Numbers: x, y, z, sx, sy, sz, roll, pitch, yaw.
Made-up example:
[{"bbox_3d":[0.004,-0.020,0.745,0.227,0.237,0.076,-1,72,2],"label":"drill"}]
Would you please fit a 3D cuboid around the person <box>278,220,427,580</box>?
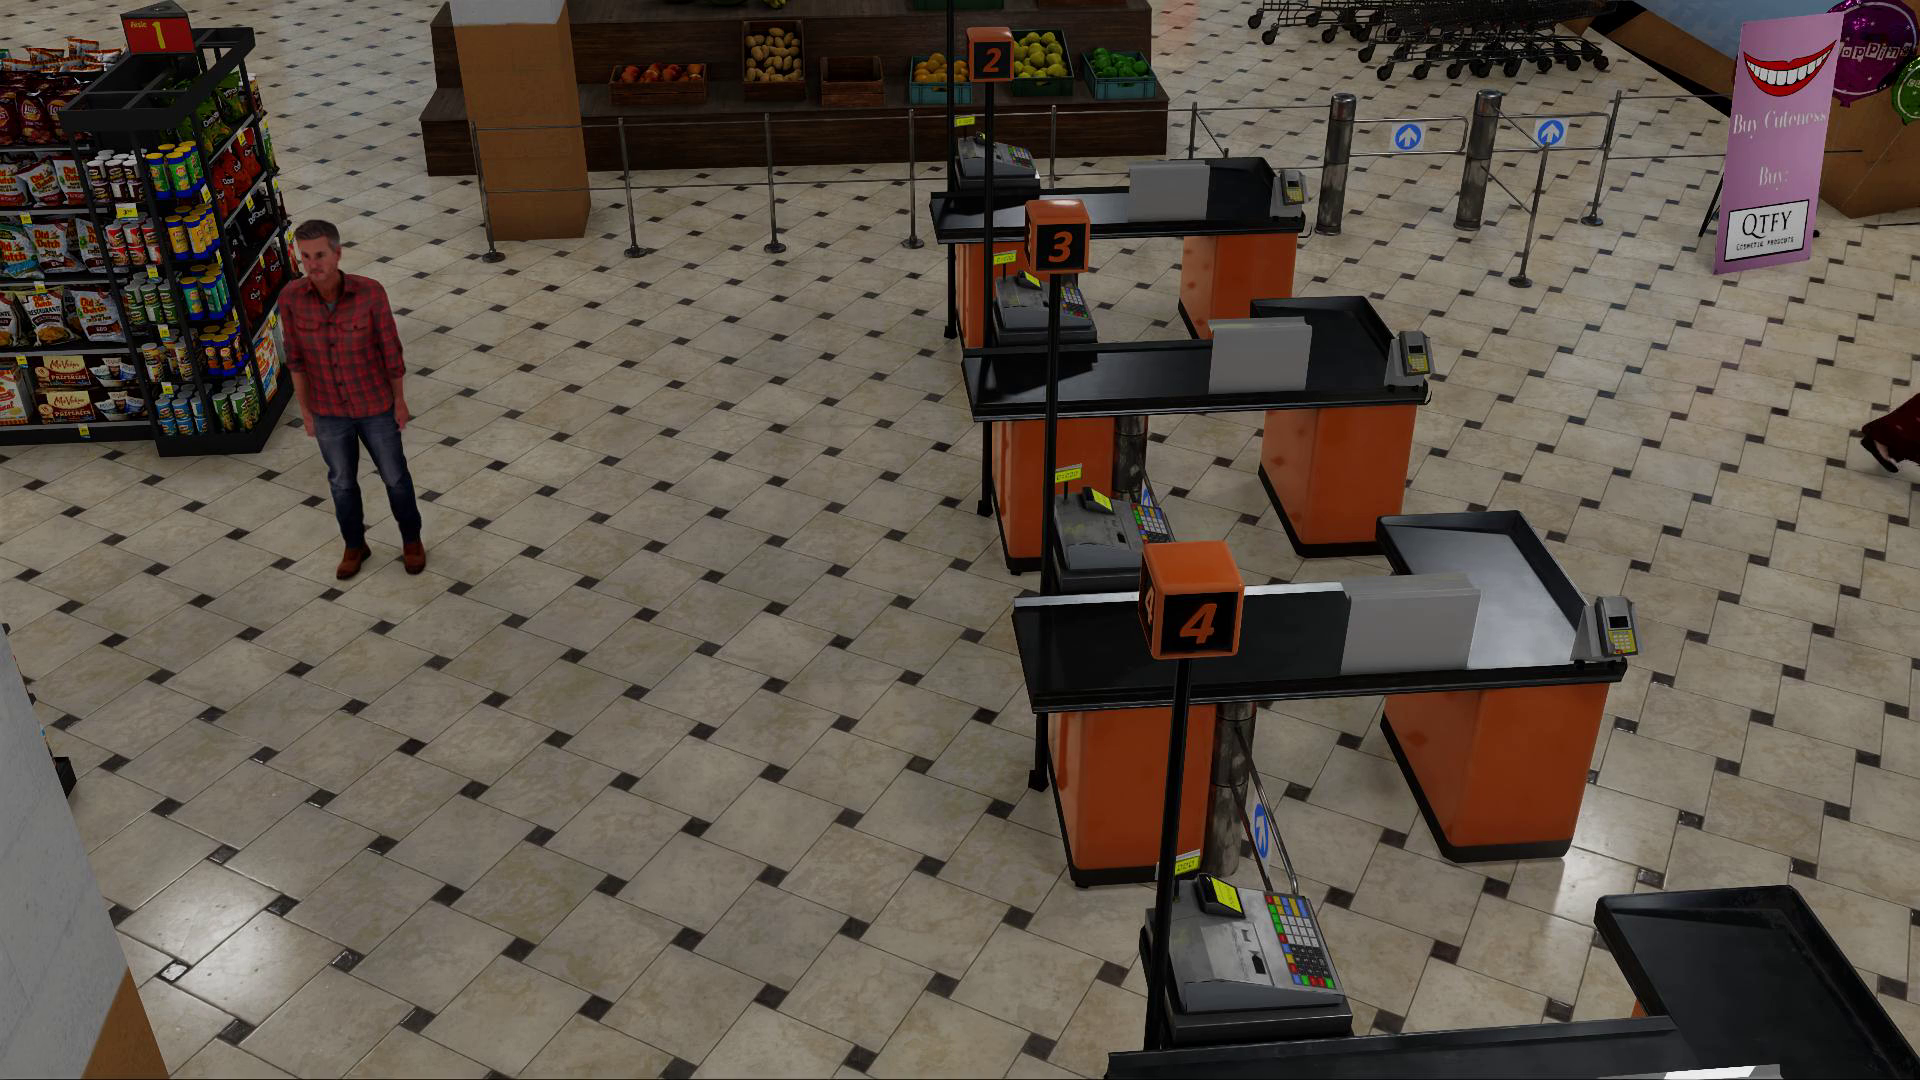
[{"bbox_3d":[-2.924,-0.675,8.013,0.502,1.831,0.757,-5,32,-8],"label":"person"}]
